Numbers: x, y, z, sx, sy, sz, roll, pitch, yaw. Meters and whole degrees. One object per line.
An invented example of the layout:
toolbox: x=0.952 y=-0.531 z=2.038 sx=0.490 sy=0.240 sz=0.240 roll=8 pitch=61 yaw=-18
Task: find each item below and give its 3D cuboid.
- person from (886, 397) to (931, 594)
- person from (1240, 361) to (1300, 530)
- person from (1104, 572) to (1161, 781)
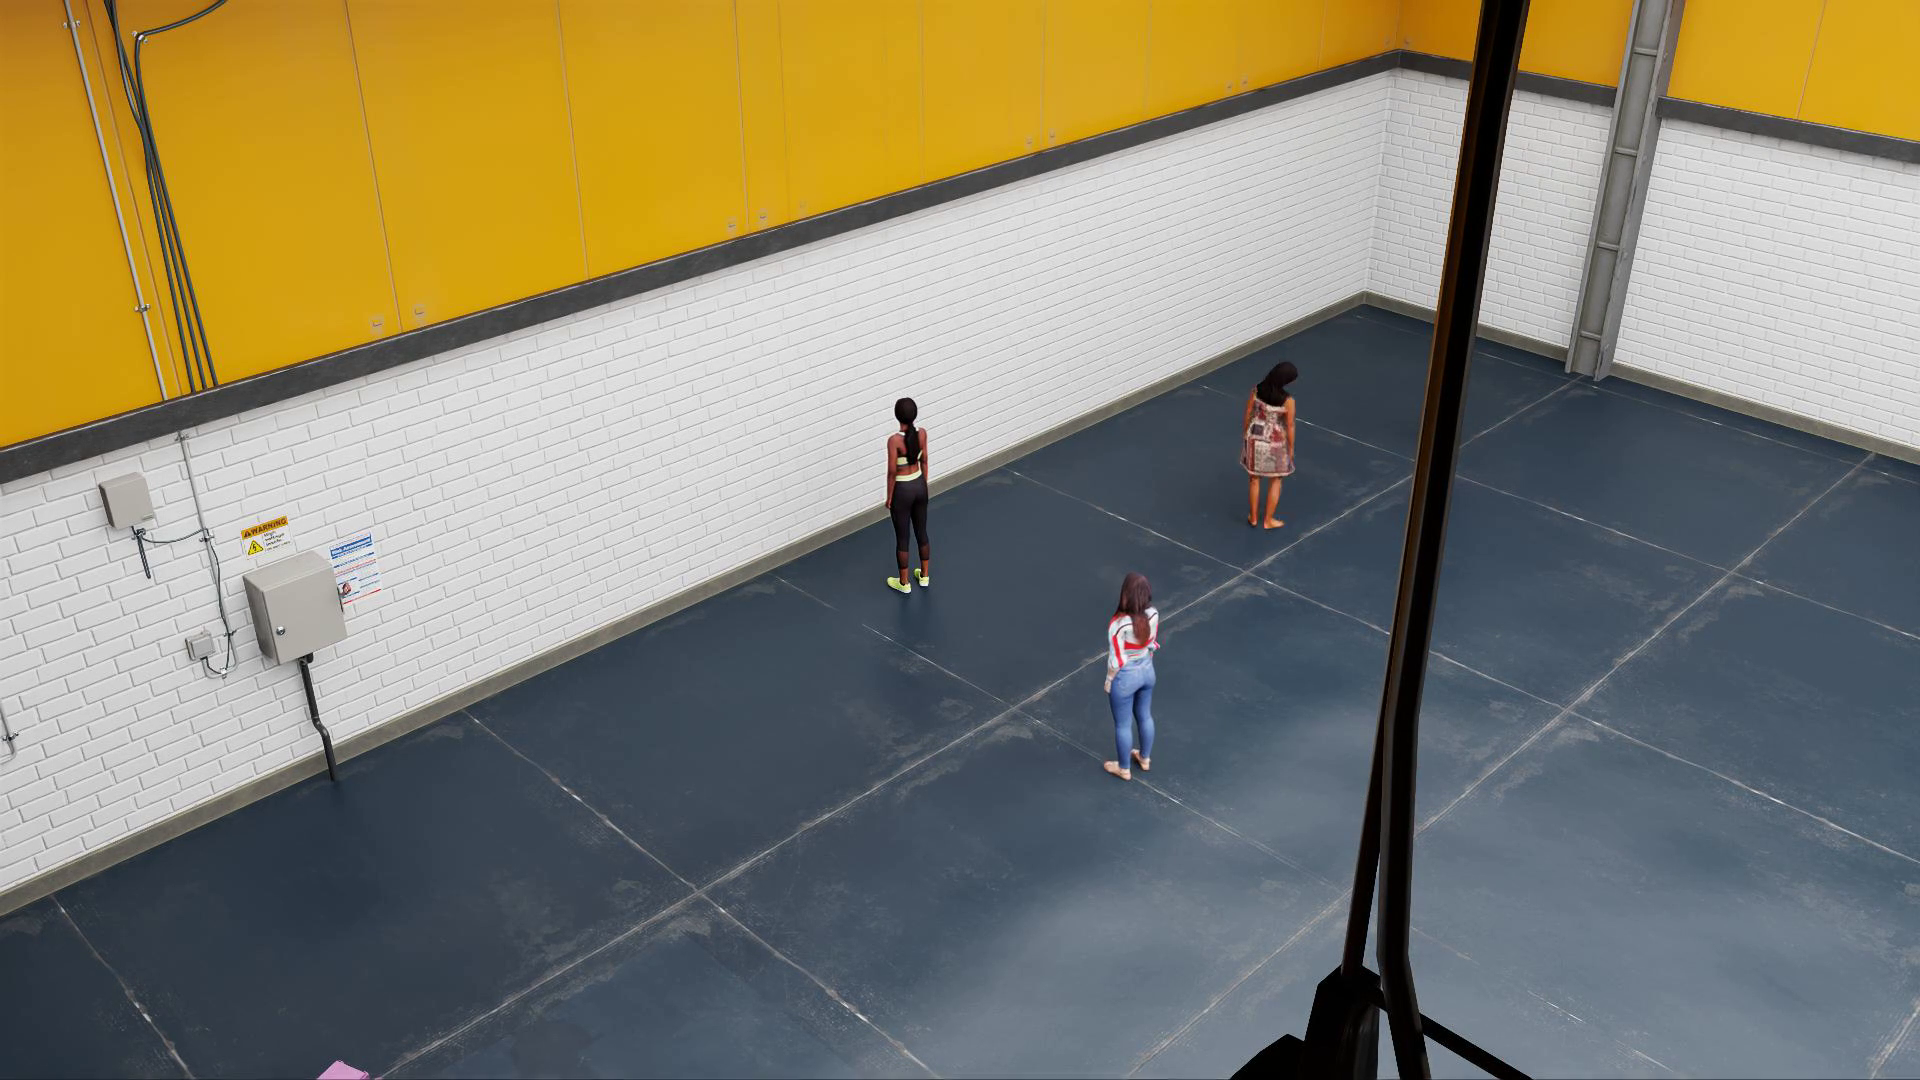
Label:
person: x=-0.423 y=-0.379 z=13.913 sx=0.593 sy=1.755 sz=0.569 roll=-18 pitch=33 yaw=-29
person: x=2.740 y=-0.881 z=14.972 sx=0.638 sy=1.624 sz=0.793 roll=7 pitch=29 yaw=12
person: x=1.208 y=0.943 z=11.637 sx=0.622 sy=1.613 sz=0.565 roll=-18 pitch=33 yaw=-29
